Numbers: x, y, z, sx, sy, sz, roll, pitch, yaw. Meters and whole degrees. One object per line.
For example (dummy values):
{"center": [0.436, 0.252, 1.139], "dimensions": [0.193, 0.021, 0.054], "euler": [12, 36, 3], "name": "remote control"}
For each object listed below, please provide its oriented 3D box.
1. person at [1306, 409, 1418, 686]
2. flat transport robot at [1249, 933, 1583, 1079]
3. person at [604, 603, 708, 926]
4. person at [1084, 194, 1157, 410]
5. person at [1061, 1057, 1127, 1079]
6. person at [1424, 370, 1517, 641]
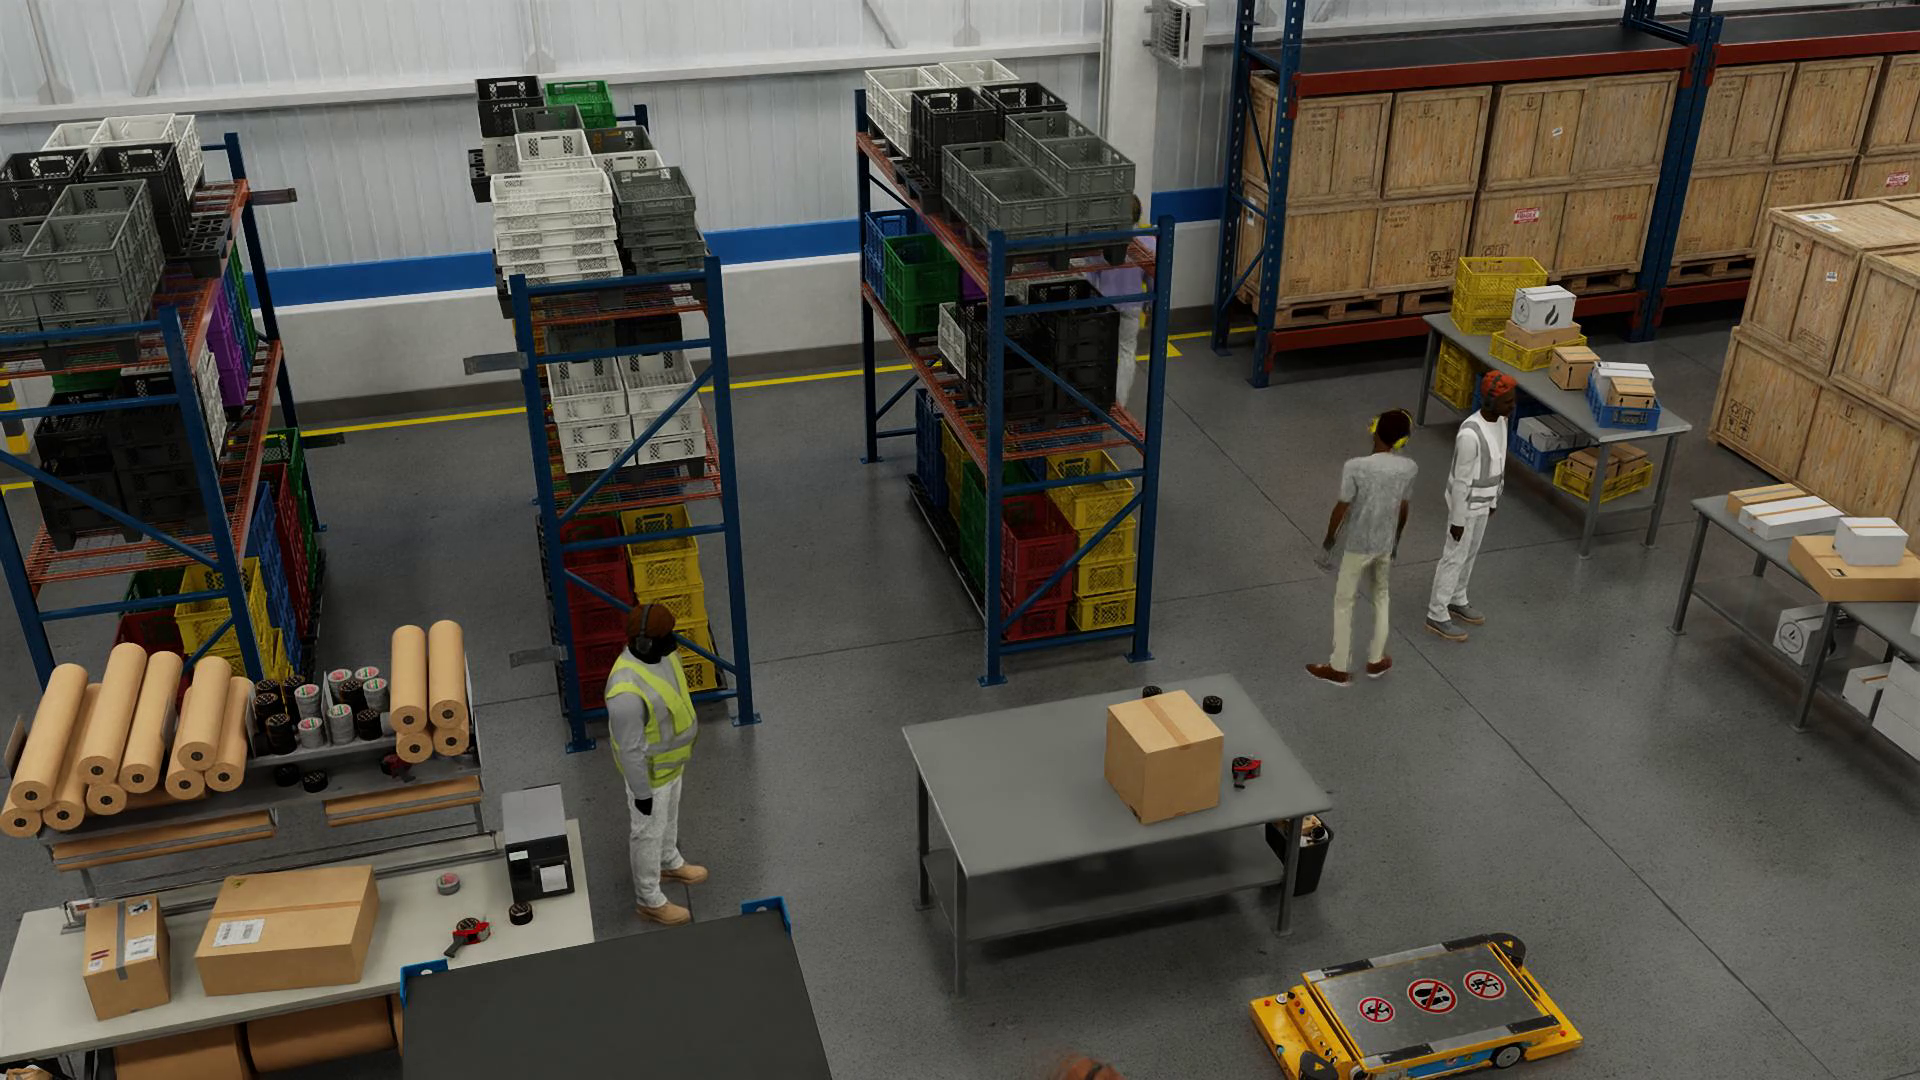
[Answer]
{"center": [2.535, 0.058, 10.419], "dimensions": [0.597, 1.839, 0.361], "euler": [-8, 30, -15], "name": "person"}
{"center": [2.184, 2.282, 7.980], "dimensions": [1.431, 0.197, 0.652], "euler": [-8, 30, -14], "name": "flat transport robot"}
{"center": [-1.541, 1.123, 8.484], "dimensions": [0.430, 1.836, 0.629], "euler": [4, 29, 7], "name": "person"}
{"center": [1.373, -2.062, 14.200], "dimensions": [0.655, 1.905, 0.857], "euler": [4, 29, 6], "name": "person"}
{"center": [0.489, 2.533, 6.126], "dimensions": [0.602, 1.617, 0.550], "euler": [15, 32, 26], "name": "person"}
{"center": [3.362, -0.238, 10.912], "dimensions": [0.342, 1.878, 0.579], "euler": [21, 35, 33], "name": "person"}
